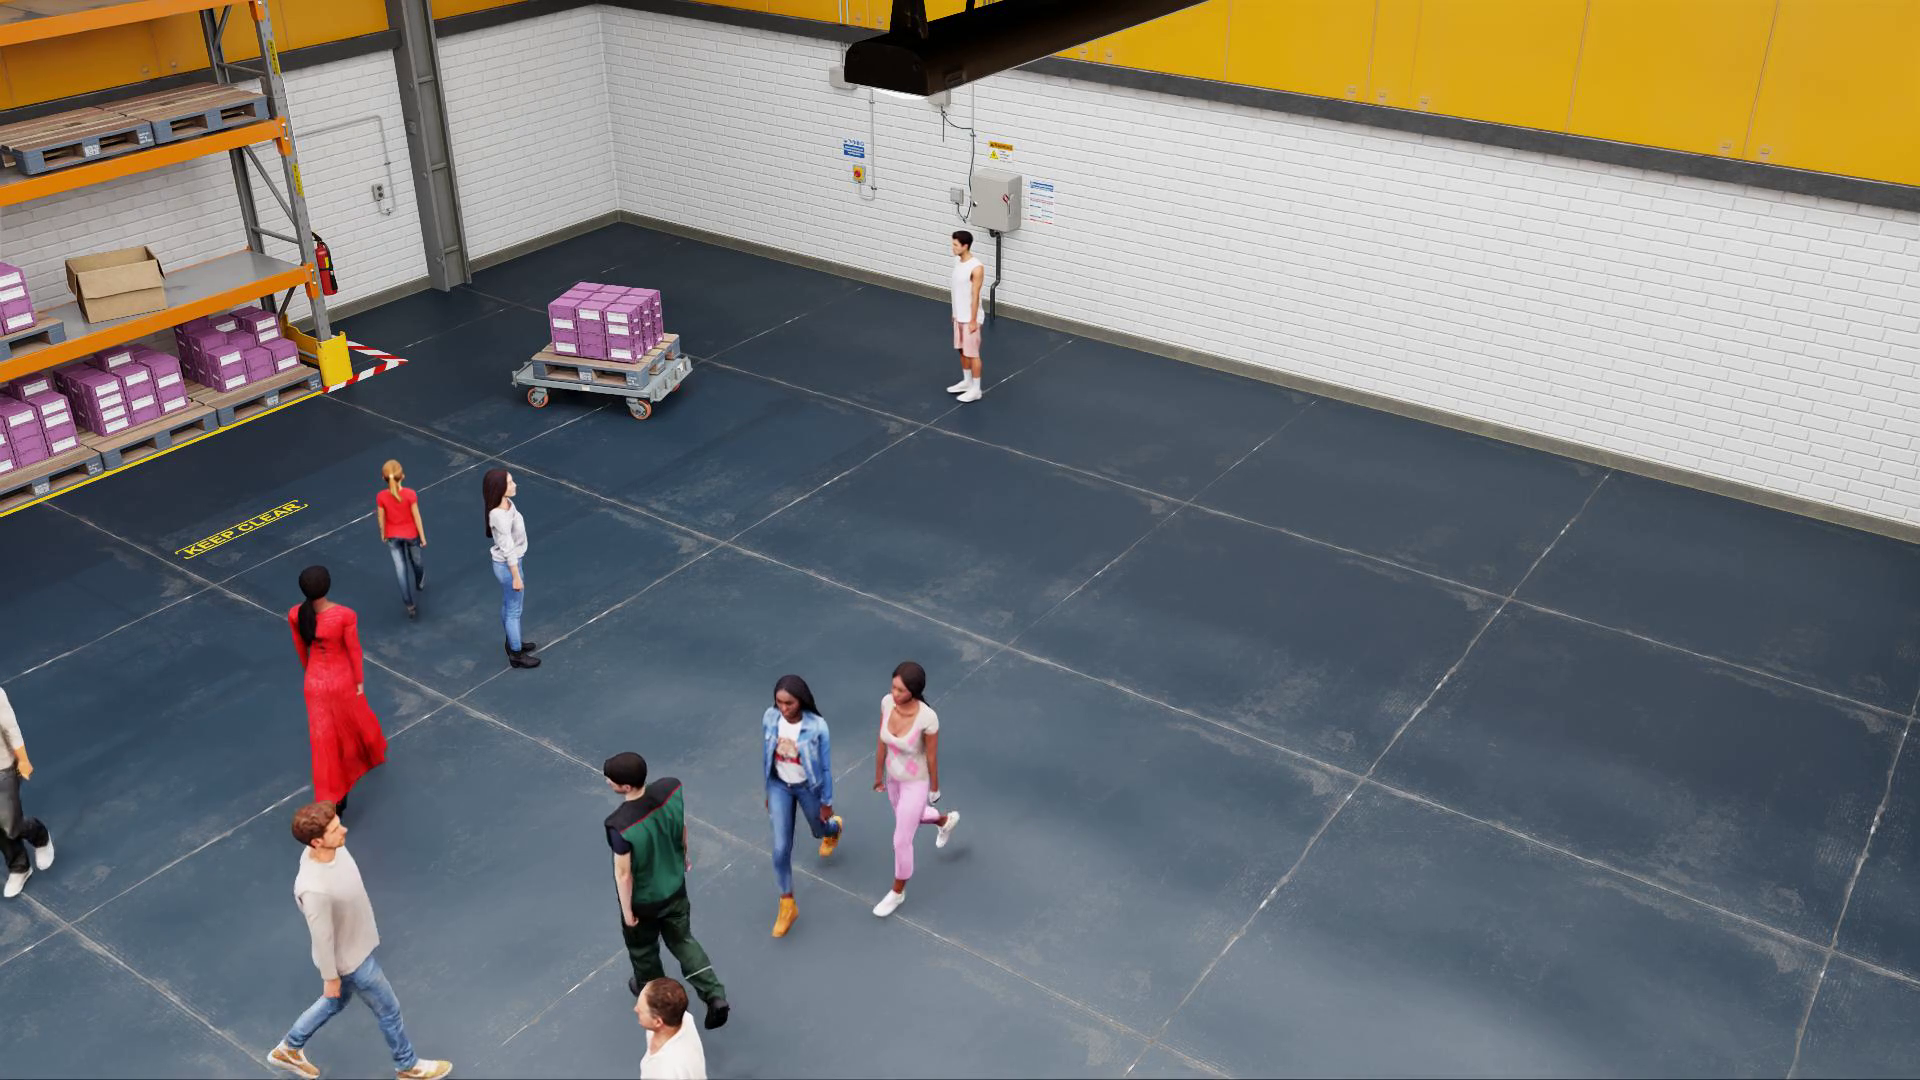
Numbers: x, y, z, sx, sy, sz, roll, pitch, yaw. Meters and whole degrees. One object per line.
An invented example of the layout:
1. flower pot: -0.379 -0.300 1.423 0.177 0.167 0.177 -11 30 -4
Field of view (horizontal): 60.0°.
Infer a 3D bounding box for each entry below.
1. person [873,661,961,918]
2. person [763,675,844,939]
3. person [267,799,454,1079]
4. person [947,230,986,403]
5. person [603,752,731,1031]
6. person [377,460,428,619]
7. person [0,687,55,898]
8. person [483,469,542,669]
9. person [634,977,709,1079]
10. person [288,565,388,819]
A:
1. person: -0.251 1.443 10.175 0.627 1.713 1.105 23 36 36
2. person: -0.930 1.503 10.104 0.878 1.676 1.233 7 29 13
3. person: -3.300 2.160 8.694 1.238 1.873 1.171 -5 29 -10
4. person: 0.096 -2.299 16.967 0.742 1.779 0.737 -14 32 -24
5. person: -1.611 1.952 9.084 0.807 1.864 1.012 23 36 36
6. person: -4.449 0.009 13.259 0.872 1.278 0.902 -7 29 -13
7. person: -5.982 1.347 10.258 0.826 1.802 0.877 -1 29 -3
8. person: -3.409 0.201 12.537 0.698 1.633 0.677 -10 30 -17
9. person: -1.269 2.727 7.671 0.811 1.856 0.722 -1 29 -2
10. person: -4.155 1.022 10.917 1.086 1.742 1.211 -2 29 -3
